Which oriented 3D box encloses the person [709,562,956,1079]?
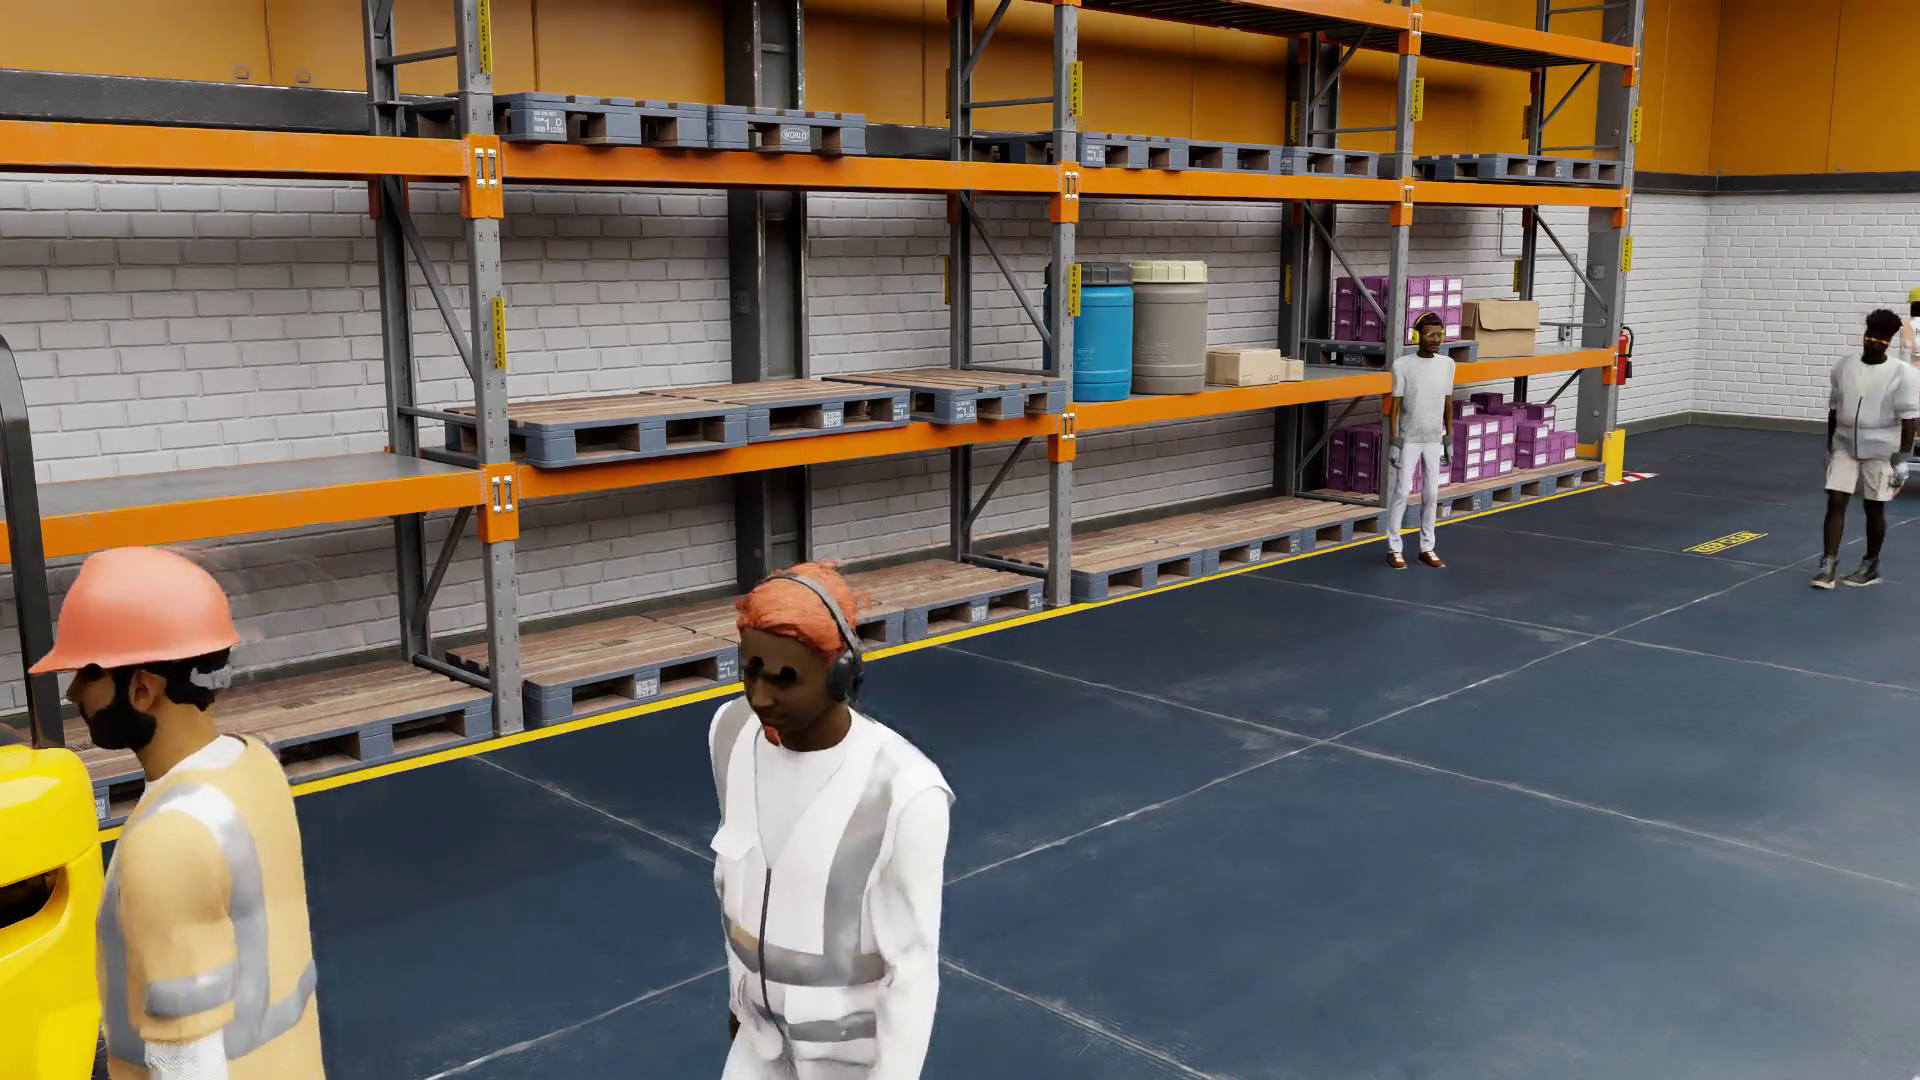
[{"bbox_3d":[-0.325,0.948,3.001,0.631,1.846,0.847,8,13,38],"label":"person"}]

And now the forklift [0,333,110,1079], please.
[{"bbox_3d":[-3.289,0.485,4.582,1.214,2.155,2.313,-10,14,-44],"label":"forklift"}]

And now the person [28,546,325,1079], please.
[{"bbox_3d":[-1.263,0.957,2.746,0.392,1.920,0.559,-2,11,-9],"label":"person"}]

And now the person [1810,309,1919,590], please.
[{"bbox_3d":[6.084,-0.592,11.213,0.818,1.913,0.646,-9,14,-40],"label":"person"}]

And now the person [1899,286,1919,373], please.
[{"bbox_3d":[10.143,-1.754,17.667,0.617,1.869,0.999,-3,11,-15],"label":"person"}]

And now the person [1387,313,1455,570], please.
[{"bbox_3d":[3.335,-0.711,12.027,0.515,1.860,0.317,-2,11,-12],"label":"person"}]
